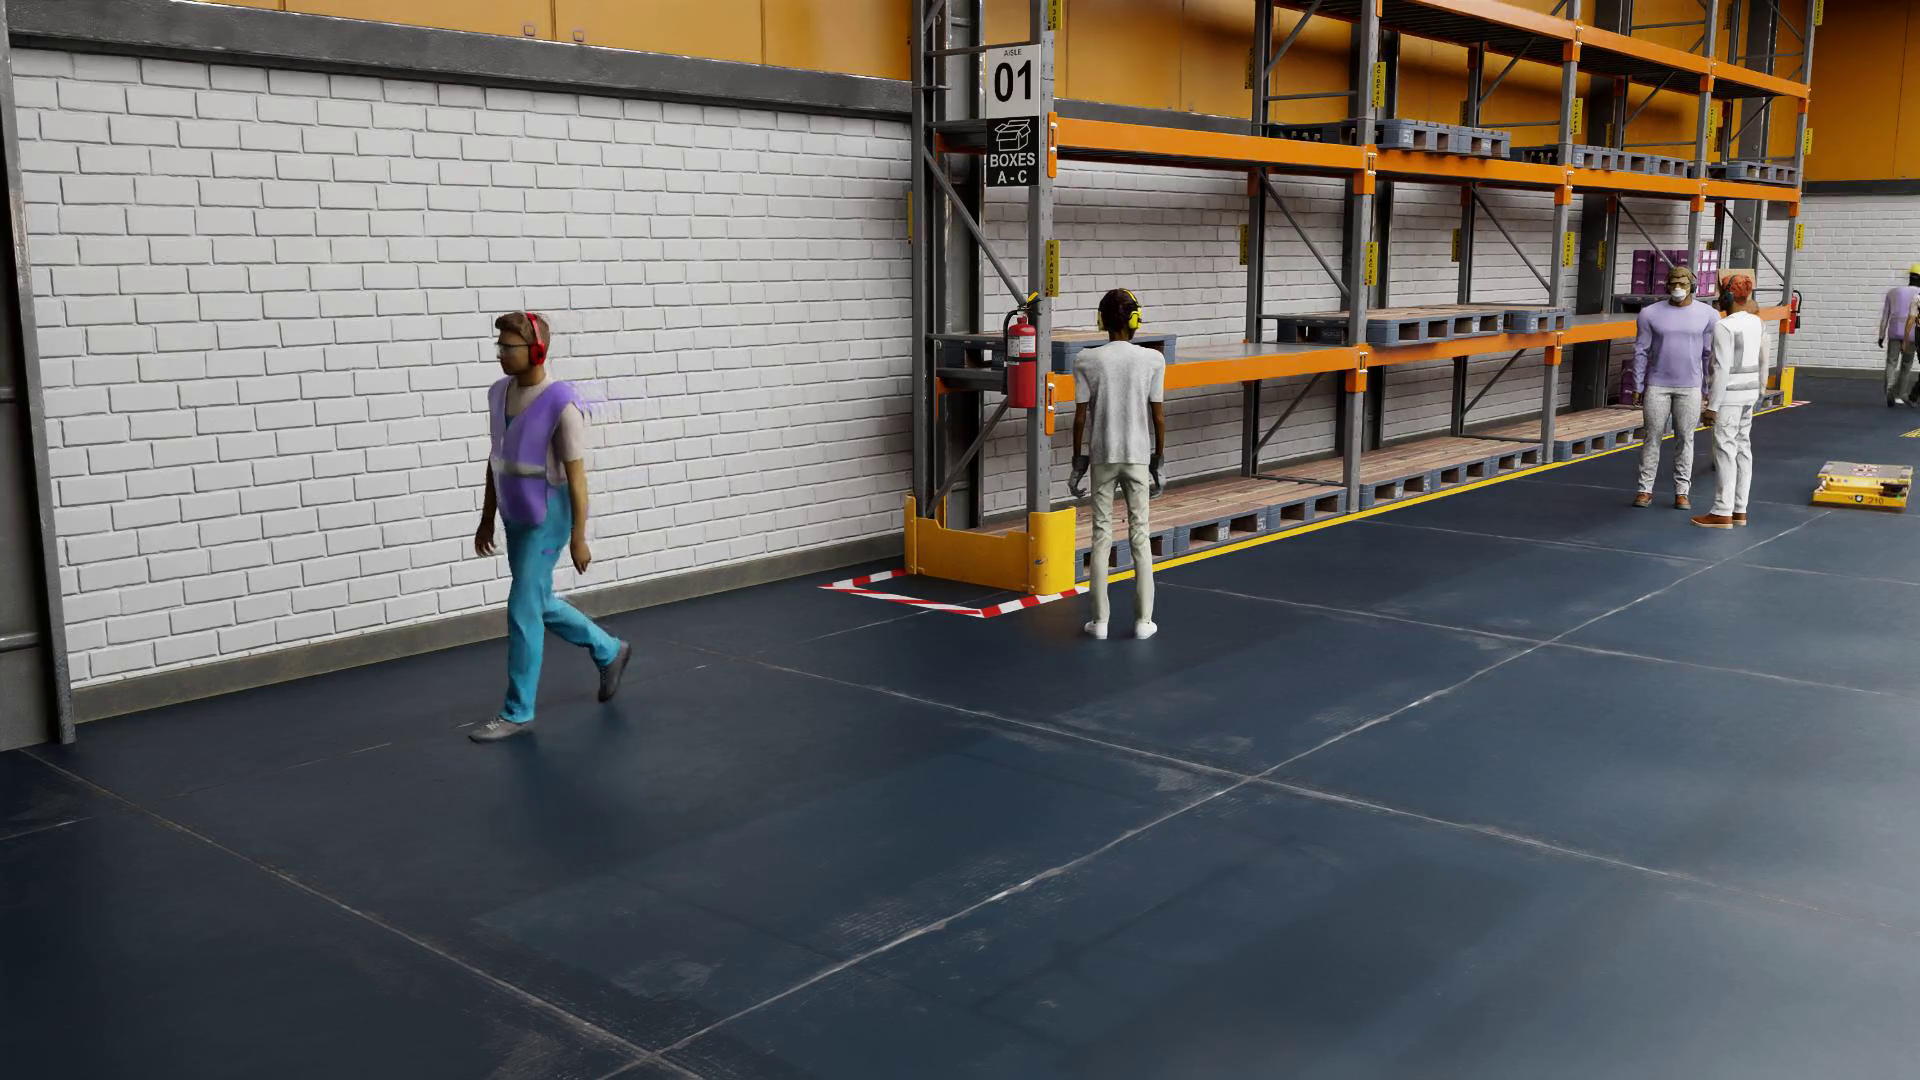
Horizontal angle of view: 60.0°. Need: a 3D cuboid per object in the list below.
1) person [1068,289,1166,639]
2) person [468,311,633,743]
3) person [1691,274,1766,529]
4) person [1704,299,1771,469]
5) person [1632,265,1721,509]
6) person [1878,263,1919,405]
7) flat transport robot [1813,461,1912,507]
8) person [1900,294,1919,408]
[{"bbox_3d":[0.837,-0.394,8.836,0.520,1.864,0.333,1,10,4],"label":"person"},{"bbox_3d":[-1.774,-0.080,7.183,0.816,1.821,0.587,-10,14,-44],"label":"person"},{"bbox_3d":[5.718,-1.023,12.355,0.575,1.883,0.362,-7,12,-37],"label":"person"},{"bbox_3d":[7.148,-1.406,15.310,0.521,1.600,0.529,6,12,32],"label":"person"},{"bbox_3d":[5.689,-1.211,13.264,0.635,1.937,0.352,4,11,23],"label":"person"},{"bbox_3d":[12.438,-2.700,21.919,0.637,1.875,0.800,7,12,37],"label":"person"},{"bbox_3d":[7.530,-0.478,13.841,0.652,0.197,1.431,6,12,31],"label":"flat transport robot"},{"bbox_3d":[12.311,-2.544,21.252,0.515,1.796,0.934,-1,10,-3],"label":"person"}]
